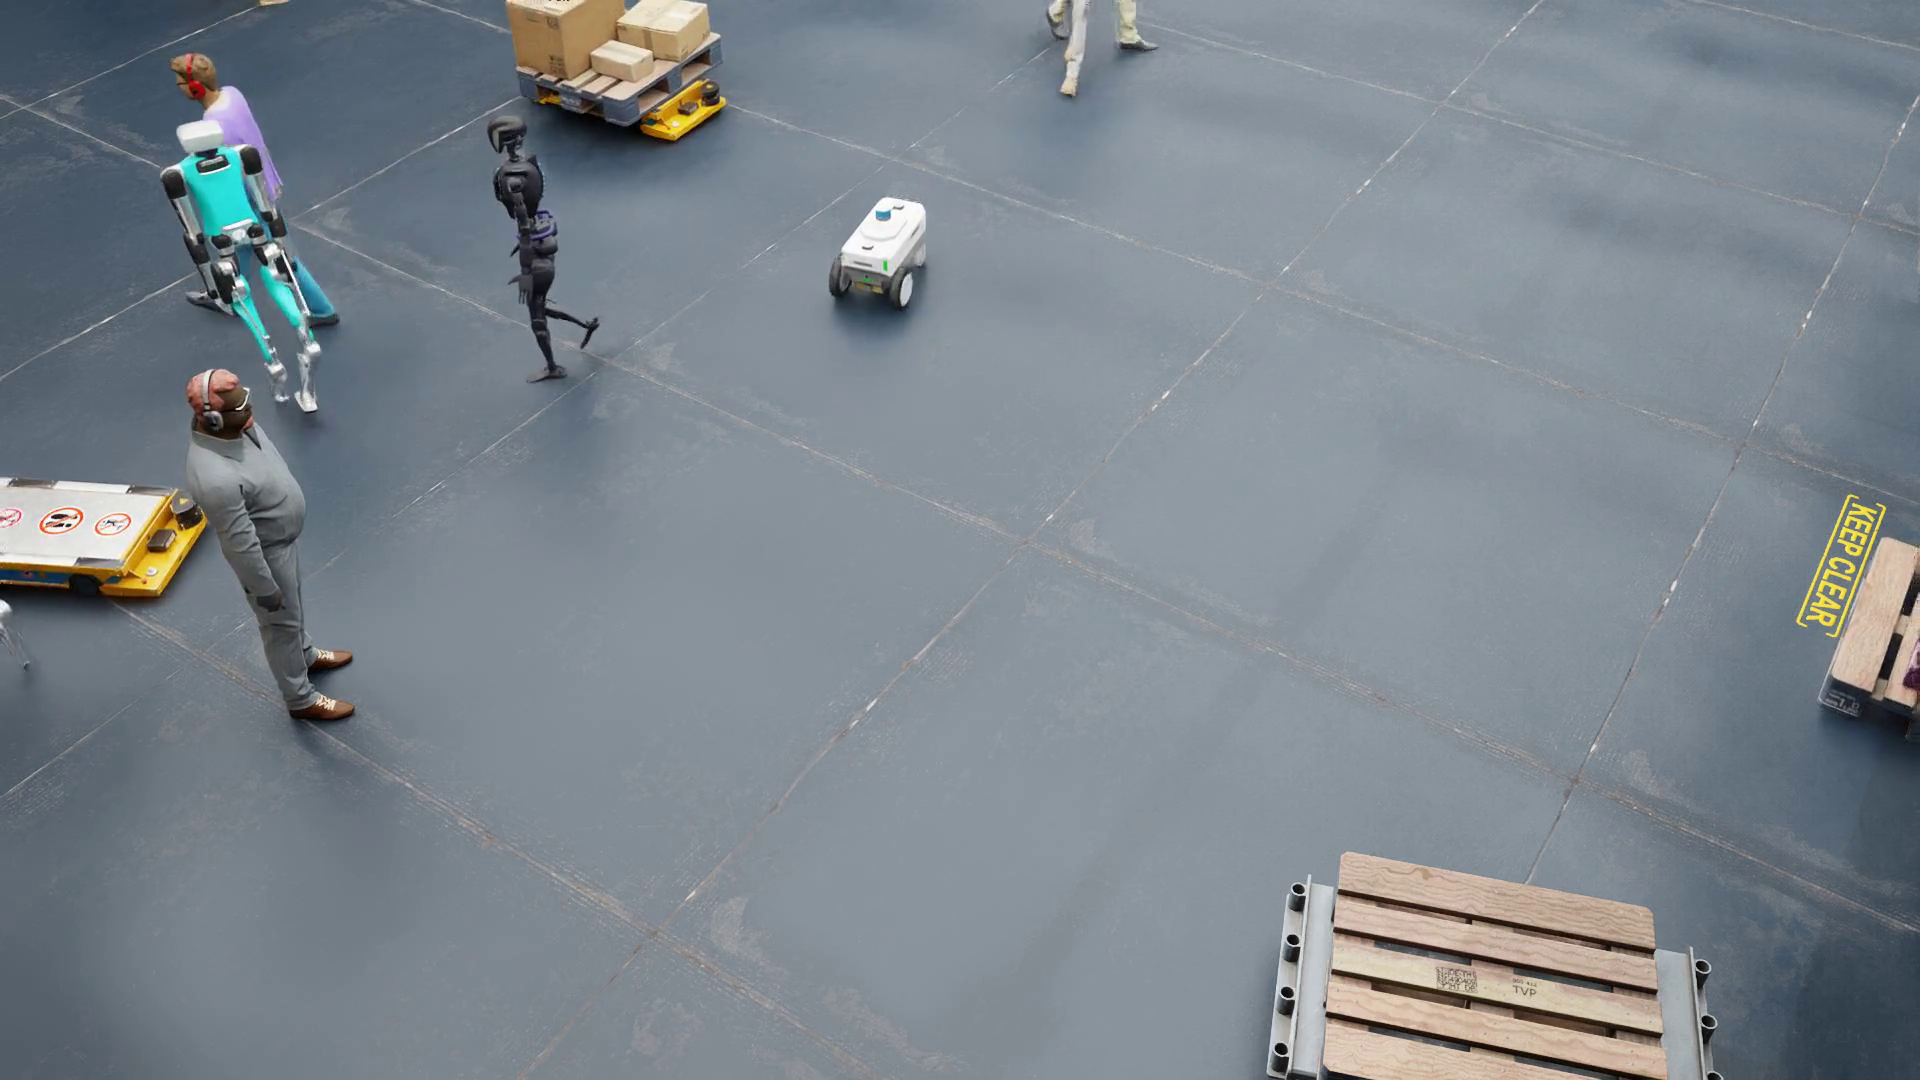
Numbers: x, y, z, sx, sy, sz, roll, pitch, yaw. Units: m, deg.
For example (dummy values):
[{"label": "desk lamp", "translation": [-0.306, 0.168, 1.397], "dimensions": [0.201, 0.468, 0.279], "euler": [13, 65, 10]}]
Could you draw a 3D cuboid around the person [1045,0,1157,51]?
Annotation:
[{"label": "person", "translation": [1.130, -4.709, 12.914], "dimensions": [0.906, 1.787, 0.633], "euler": [16, 44, 17]}]

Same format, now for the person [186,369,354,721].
[{"label": "person", "translation": [-3.122, 0.020, 7.530], "dimensions": [0.406, 1.905, 0.651], "euler": [-10, 43, -11]}]

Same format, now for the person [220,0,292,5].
[{"label": "person", "translation": [-6.010, -5.172, 13.475], "dimensions": [0.692, 1.724, 0.487], "euler": [-9, 43, -10]}]

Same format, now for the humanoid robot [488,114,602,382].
[{"label": "humanoid robot", "translation": [-2.399, -1.666, 9.590], "dimensions": [0.502, 1.649, 0.616], "euler": [-6, 42, -6]}]

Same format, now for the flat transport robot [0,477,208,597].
[{"label": "flat transport robot", "translation": [-4.800, -0.019, 8.800], "dimensions": [1.431, 0.231, 0.659], "euler": [4, 42, 4]}]

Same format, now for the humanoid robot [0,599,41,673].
[{"label": "humanoid robot", "translation": [-4.773, 0.048, 7.651], "dimensions": [0.760, 1.808, 0.532], "euler": [23, 47, 24]}]

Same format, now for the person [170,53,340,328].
[{"label": "person", "translation": [-4.362, -2.035, 9.915], "dimensions": [0.962, 1.791, 0.574], "euler": [-6, 42, -6]}]

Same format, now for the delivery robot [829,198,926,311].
[{"label": "delivery robot", "translation": [-0.484, -1.877, 10.657], "dimensions": [0.499, 0.583, 0.767], "euler": [14, 44, 15]}]

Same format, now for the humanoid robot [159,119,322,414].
[{"label": "humanoid robot", "translation": [-3.871, -1.373, 9.245], "dimensions": [0.530, 1.796, 0.838], "euler": [-27, 48, -27]}]

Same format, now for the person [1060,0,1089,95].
[{"label": "person", "translation": [0.871, -4.362, 12.505], "dimensions": [0.464, 1.824, 0.983], "euler": [11, 43, 12]}]

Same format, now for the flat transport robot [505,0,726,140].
[{"label": "flat transport robot", "translation": [-2.546, -3.388, 12.570], "dimensions": [1.431, 0.231, 0.659], "euler": [21, 46, 21]}]
